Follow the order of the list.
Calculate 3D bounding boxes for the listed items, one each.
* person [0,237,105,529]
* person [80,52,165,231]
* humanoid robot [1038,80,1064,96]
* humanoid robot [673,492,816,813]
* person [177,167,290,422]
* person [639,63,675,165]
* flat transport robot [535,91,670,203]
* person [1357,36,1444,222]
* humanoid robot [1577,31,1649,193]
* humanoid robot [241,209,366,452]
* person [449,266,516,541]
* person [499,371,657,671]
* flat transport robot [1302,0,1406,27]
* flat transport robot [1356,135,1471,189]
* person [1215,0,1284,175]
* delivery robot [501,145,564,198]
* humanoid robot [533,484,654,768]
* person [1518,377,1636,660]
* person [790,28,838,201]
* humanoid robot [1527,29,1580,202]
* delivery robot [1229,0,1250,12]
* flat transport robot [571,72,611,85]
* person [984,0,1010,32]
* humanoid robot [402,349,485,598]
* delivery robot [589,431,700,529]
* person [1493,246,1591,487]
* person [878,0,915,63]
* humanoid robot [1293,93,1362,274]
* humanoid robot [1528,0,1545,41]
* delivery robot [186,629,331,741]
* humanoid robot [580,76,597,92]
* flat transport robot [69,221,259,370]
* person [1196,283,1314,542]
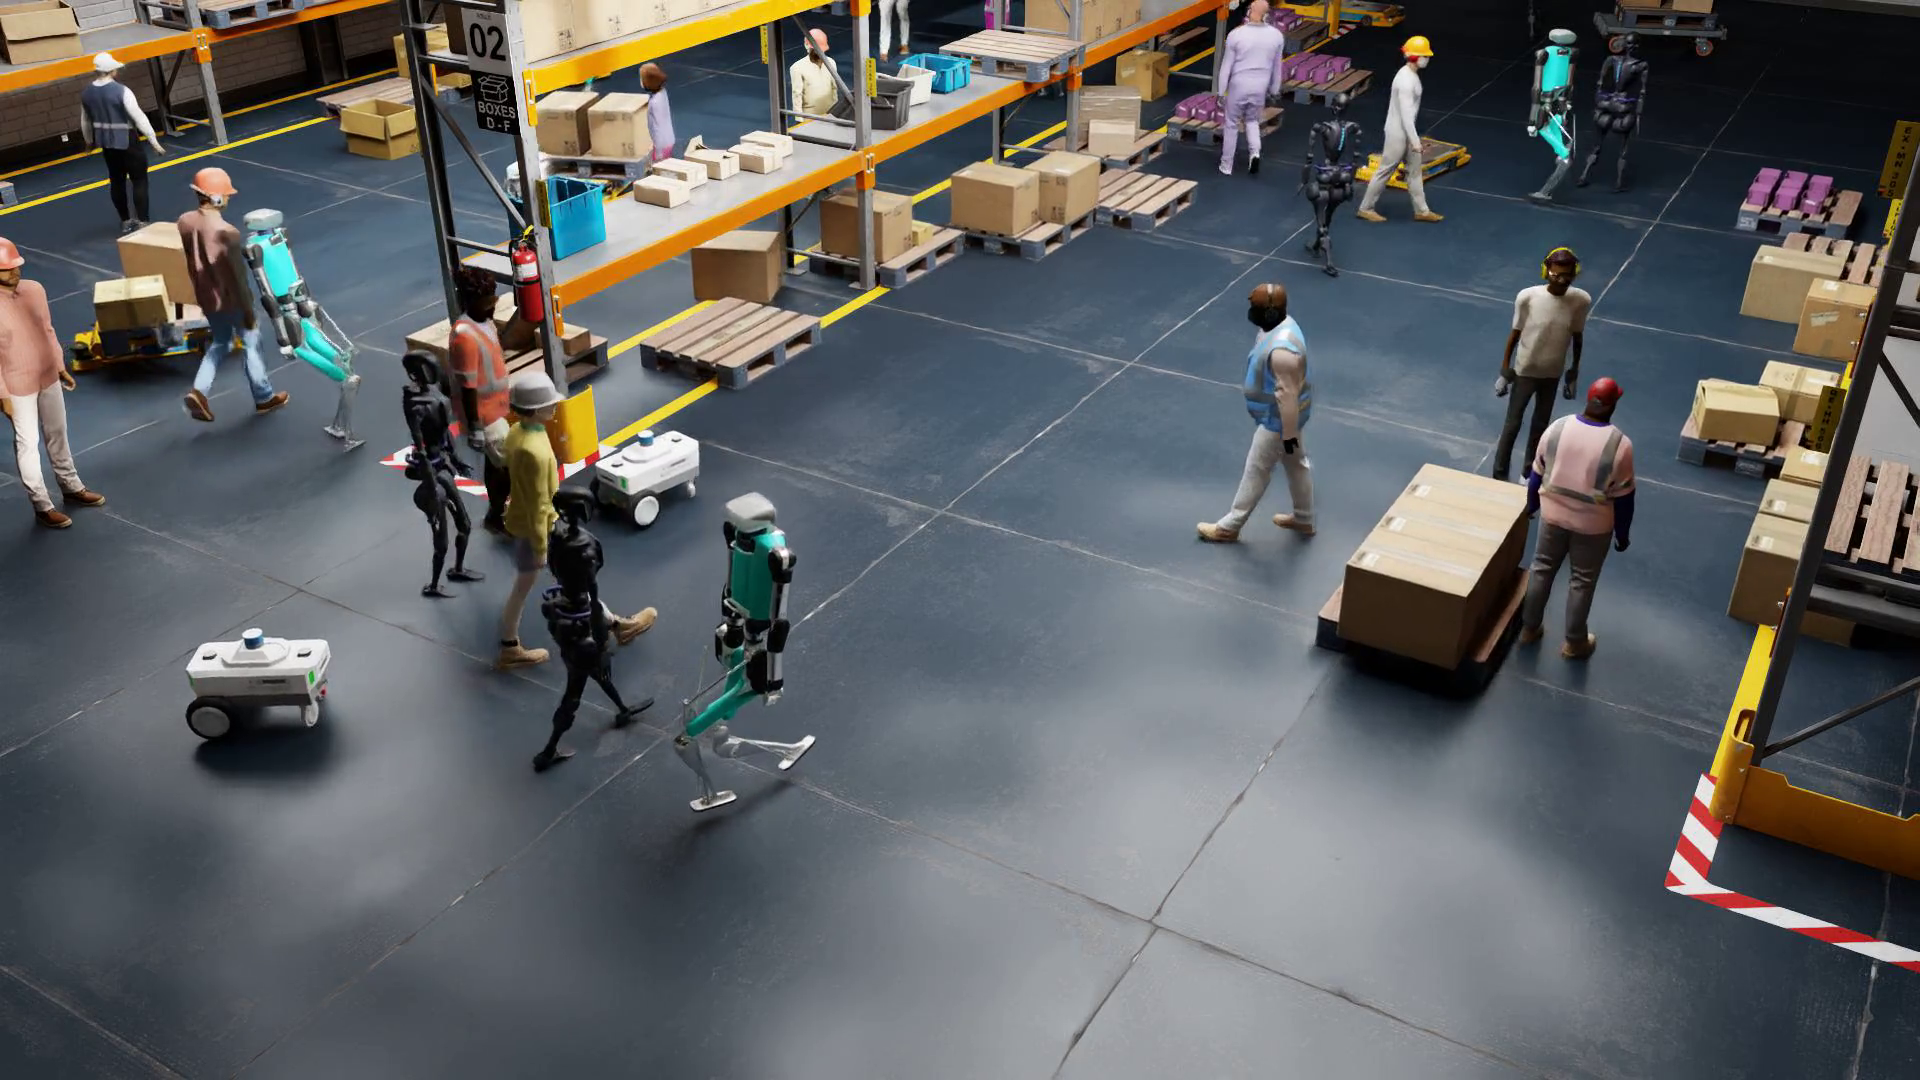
[{"bbox_3d":[-6.176,-1.061,11.067,0.383,1.995,0.610,10,31,16],"label":"person"},{"bbox_3d":[-8.230,-3.876,16.314,0.784,1.769,0.472,5,30,8],"label":"person"},{"bbox_3d":[1.085,-6.340,20.689,0.555,1.808,0.723,13,32,21],"label":"humanoid robot"},{"bbox_3d":[-1.176,0.636,8.319,1.017,1.721,0.542,-21,36,-32],"label":"humanoid robot"},{"bbox_3d":[-5.529,-1.775,12.372,0.649,1.963,0.756,13,32,22],"label":"person"},{"bbox_3d":[-2.899,-3.929,16.509,0.477,1.614,0.527,0,29,-1],"label":"person"},{"bbox_3d":[-3.840,-3.928,17.889,0.659,0.231,1.431,5,30,8],"label":"flat transport robot"},{"bbox_3d":[4.446,-4.038,16.479,0.843,1.858,0.586,12,32,20],"label":"person"},{"bbox_3d":[6.877,-4.495,17.457,0.395,1.635,0.584,-25,38,-37],"label":"humanoid robot"},{"bbox_3d":[-4.657,-1.518,12.162,0.853,1.794,0.589,2,30,4],"label":"humanoid robot"},{"bbox_3d":[-3.035,-0.852,10.740,0.417,1.944,0.716,-4,30,-7],"label":"person"},{"bbox_3d":[-2.320,-0.121,9.562,0.965,1.837,0.482,-17,34,-28],"label":"person"},{"bbox_3d":[5.891,-7.908,24.930,1.431,0.231,0.659,16,33,26],"label":"flat transport robot"},{"bbox_3d":[4.996,-4.163,18.306,0.659,0.231,1.431,24,37,36],"label":"flat transport robot"},{"bbox_3d":[3.098,-4.816,17.825,0.712,1.877,0.562,-5,30,-8],"label":"person"},{"bbox_3d":[-4.446,-3.827,17.425,0.499,0.598,0.789,8,30,13],"label":"delivery robot"},{"bbox_3d":[-1.996,0.425,8.800,0.753,1.617,0.590,-18,34,-29],"label":"humanoid robot"},{"bbox_3d":[3.593,-0.132,9.667,0.622,1.750,0.420,23,37,35],"label":"person"},{"bbox_3d":[-1.476,-4.412,17.240,0.560,1.748,0.331,-23,37,-34],"label":"person"},{"bbox_3d":[6.143,-4.207,16.968,0.556,1.861,0.748,-14,32,-23],"label":"humanoid robot"},{"bbox_3d":[4.089,-8.457,25.630,0.811,0.614,0.499,14,32,23],"label":"delivery robot"},{"bbox_3d":[-5.367,-6.265,22.024,1.431,0.231,0.659,20,35,31],"label":"flat transport robot"},{"bbox_3d":[0.449,-6.343,20.557,0.320,1.846,0.522,-3,30,-5],"label":"person"},{"bbox_3d":[-3.239,-0.413,10.247,0.384,1.649,0.600,-1,29,-1],"label":"humanoid robot"},{"bbox_3d":[-2.171,-0.460,11.465,0.528,0.594,0.766,24,37,36],"label":"delivery robot"},{"bbox_3d":[3.916,-1.114,11.308,0.593,1.854,0.420,1,29,2],"label":"person"},{"bbox_3d":[-0.893,-7.489,22.548,0.646,1.892,0.925,4,30,7],"label":"person"},{"bbox_3d":[3.419,-3.330,15.463,0.598,1.630,0.793,-8,30,-13],"label":"humanoid robot"},{"bbox_3d":[8.240,-8.021,23.731,0.585,1.636,0.688,3,30,6],"label":"humanoid robot"},{"bbox_3d":[-3.921,0.769,9.294,0.770,0.599,0.517,-1,30,-3],"label":"delivery robot"},{"bbox_3d":[-4.545,-5.891,19.886,0.530,1.785,0.859,21,36,32],"label":"humanoid robot"},{"bbox_3d":[-6.670,-1.727,13.997,1.431,0.231,0.659,-11,31,-19],"label":"flat transport robot"},{"bbox_3d":[2.016,-0.817,10.859,0.802,1.790,0.647,5,30,8],"label":"person"}]
